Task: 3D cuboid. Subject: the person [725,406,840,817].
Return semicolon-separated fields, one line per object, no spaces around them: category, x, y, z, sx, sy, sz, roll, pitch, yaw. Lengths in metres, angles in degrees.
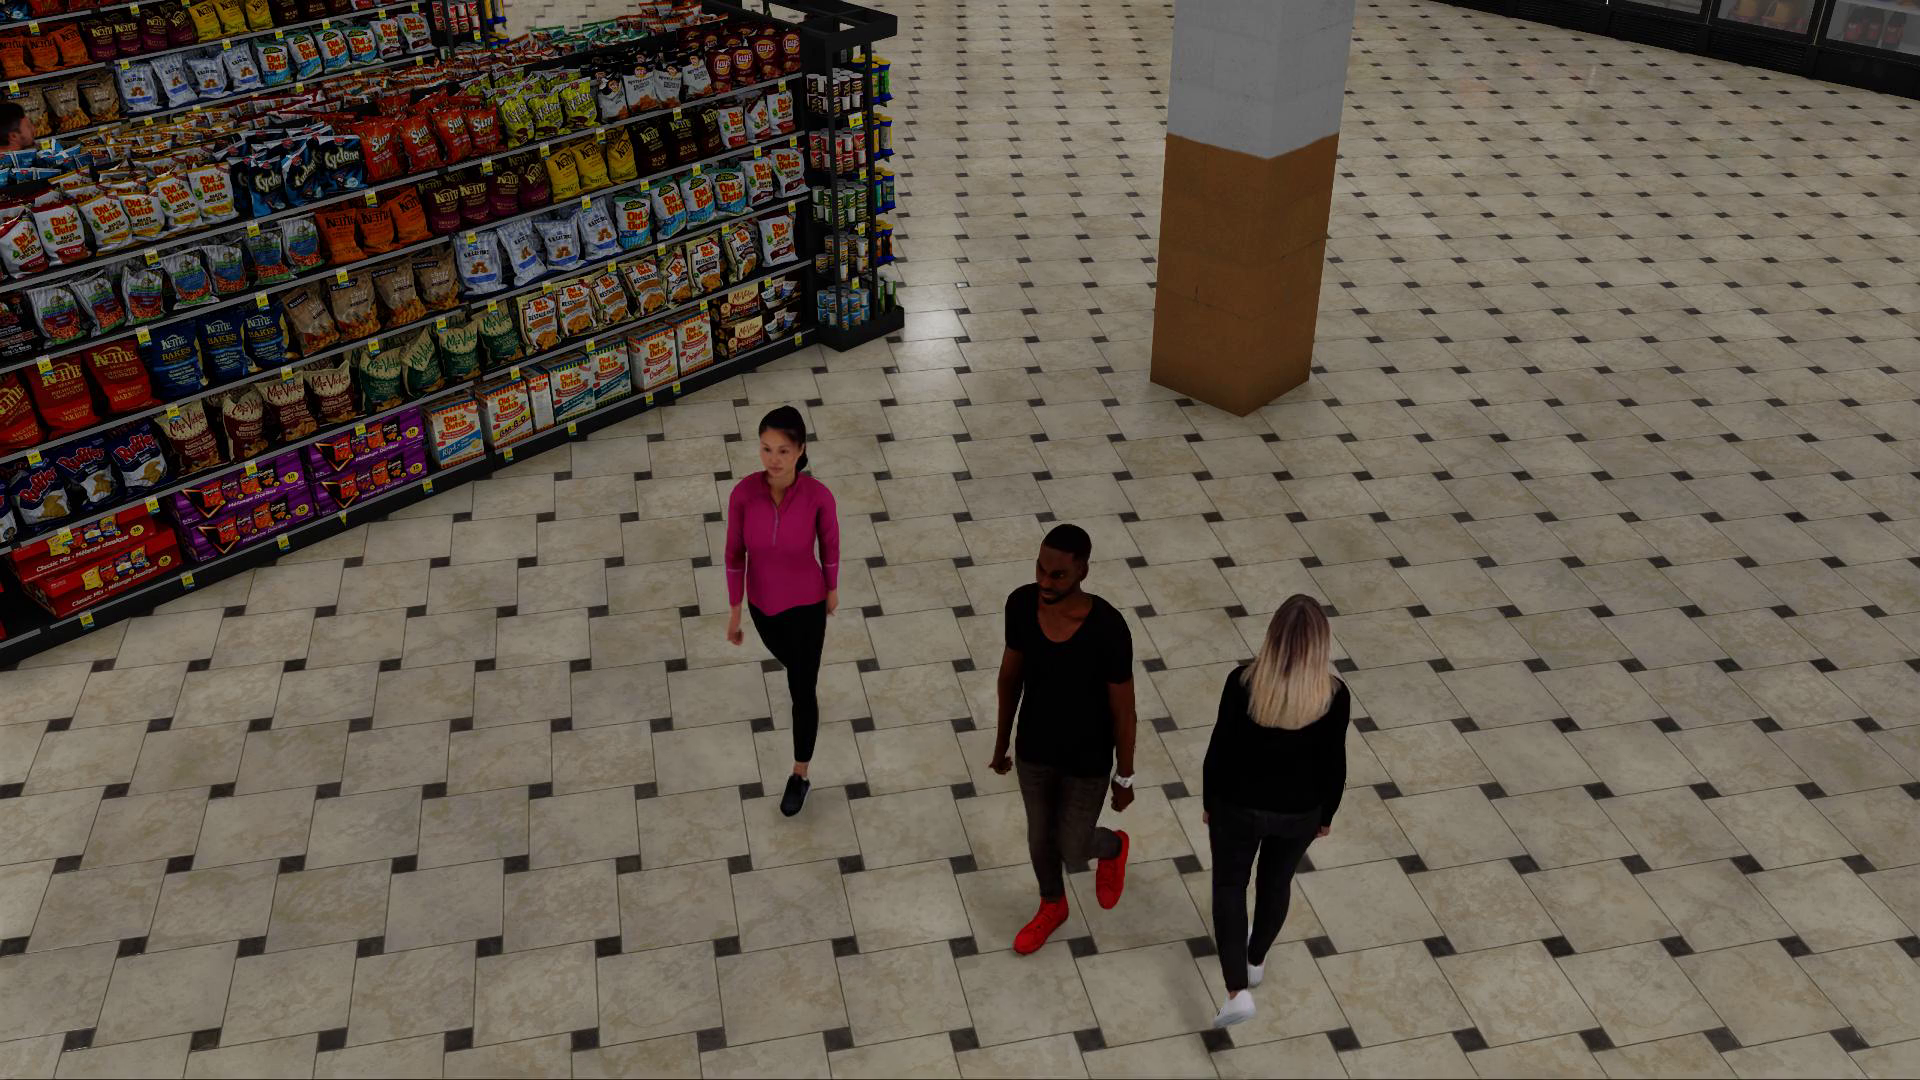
person;-0.683;0.198;6.727;1.004;1.664;1.173;5;32;7

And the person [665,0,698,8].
person;-2.329;-4.460;14.078;0.728;1.807;0.818;-9;33;-14

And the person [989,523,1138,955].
person;0.421;0.684;5.827;0.754;1.790;0.828;24;39;33

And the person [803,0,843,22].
person;-0.955;-3.094;11.963;0.635;1.723;0.618;-15;35;-23

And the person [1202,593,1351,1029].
person;1.021;0.958;5.501;0.913;1.670;1.011;4;32;7
